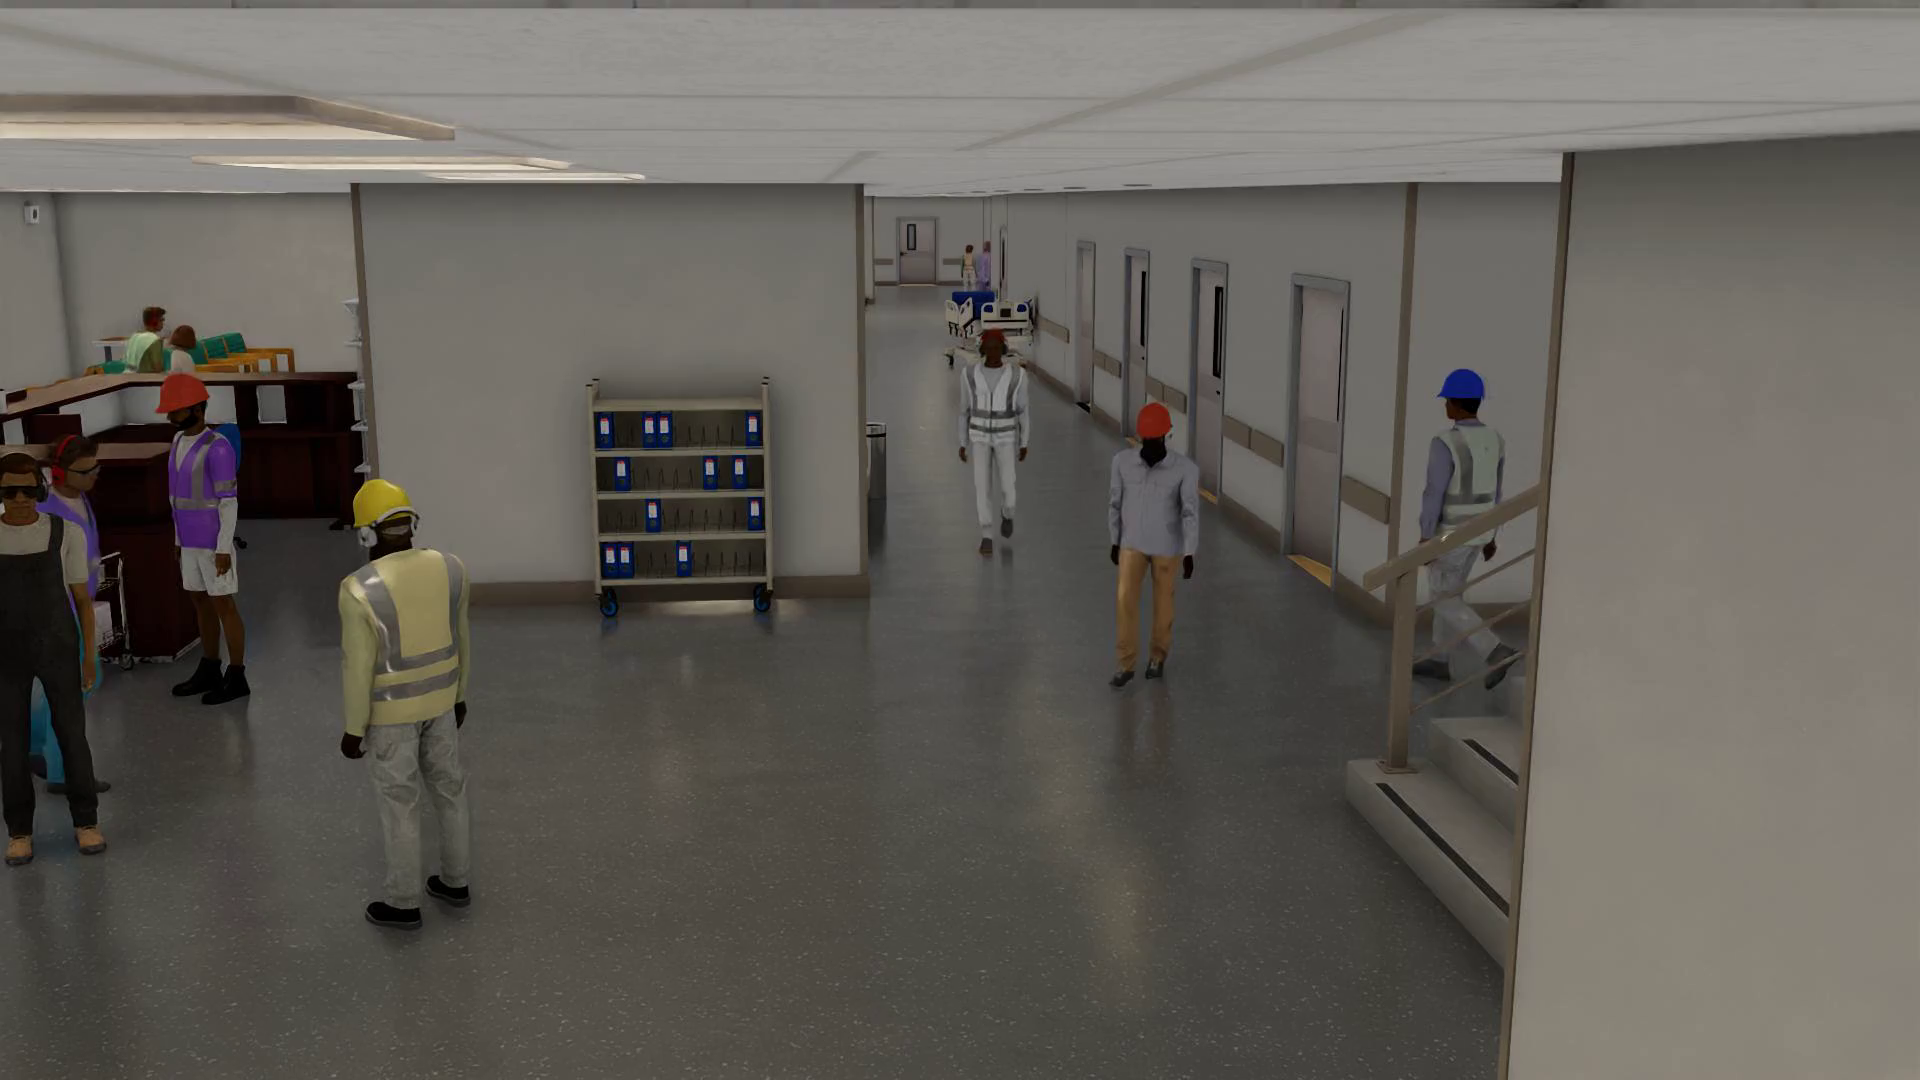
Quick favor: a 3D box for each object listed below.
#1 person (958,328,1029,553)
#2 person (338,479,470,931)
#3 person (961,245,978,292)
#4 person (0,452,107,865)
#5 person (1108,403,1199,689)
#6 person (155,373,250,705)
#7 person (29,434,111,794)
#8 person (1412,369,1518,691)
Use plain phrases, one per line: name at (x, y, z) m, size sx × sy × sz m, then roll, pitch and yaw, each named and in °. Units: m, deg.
person at (0.284, -0.843, 13.909) m, size 0.587 × 1.873 × 0.541 m, roll 1°, pitch 12°, yaw 7°
person at (-2.234, 0.657, 6.688) m, size 0.403 × 1.822 × 0.586 m, roll 8°, pitch 14°, yaw 34°
person at (0.270, -7.602, 47.506) m, size 0.515 × 1.636 × 0.314 m, roll 3°, pitch 12°, yaw 17°
person at (-4.081, 0.519, 7.329) m, size 0.507 × 1.838 × 0.342 m, roll -6°, pitch 13°, yaw -25°
person at (1.130, 0.039, 9.945) m, size 0.582 × 1.714 × 0.755 m, roll 4°, pitch 12°, yaw 19°
person at (-4.414, -0.007, 9.662) m, size 0.543 × 1.932 × 0.370 m, roll 8°, pitch 14°, yaw 35°
person at (-4.400, 0.380, 8.086) m, size 0.613 × 1.805 × 0.626 m, roll -3°, pitch 12°, yaw -16°
person at (3.028, -0.051, 9.891) m, size 0.611 × 1.921 × 0.728 m, roll -10°, pitch 15°, yaw -39°
